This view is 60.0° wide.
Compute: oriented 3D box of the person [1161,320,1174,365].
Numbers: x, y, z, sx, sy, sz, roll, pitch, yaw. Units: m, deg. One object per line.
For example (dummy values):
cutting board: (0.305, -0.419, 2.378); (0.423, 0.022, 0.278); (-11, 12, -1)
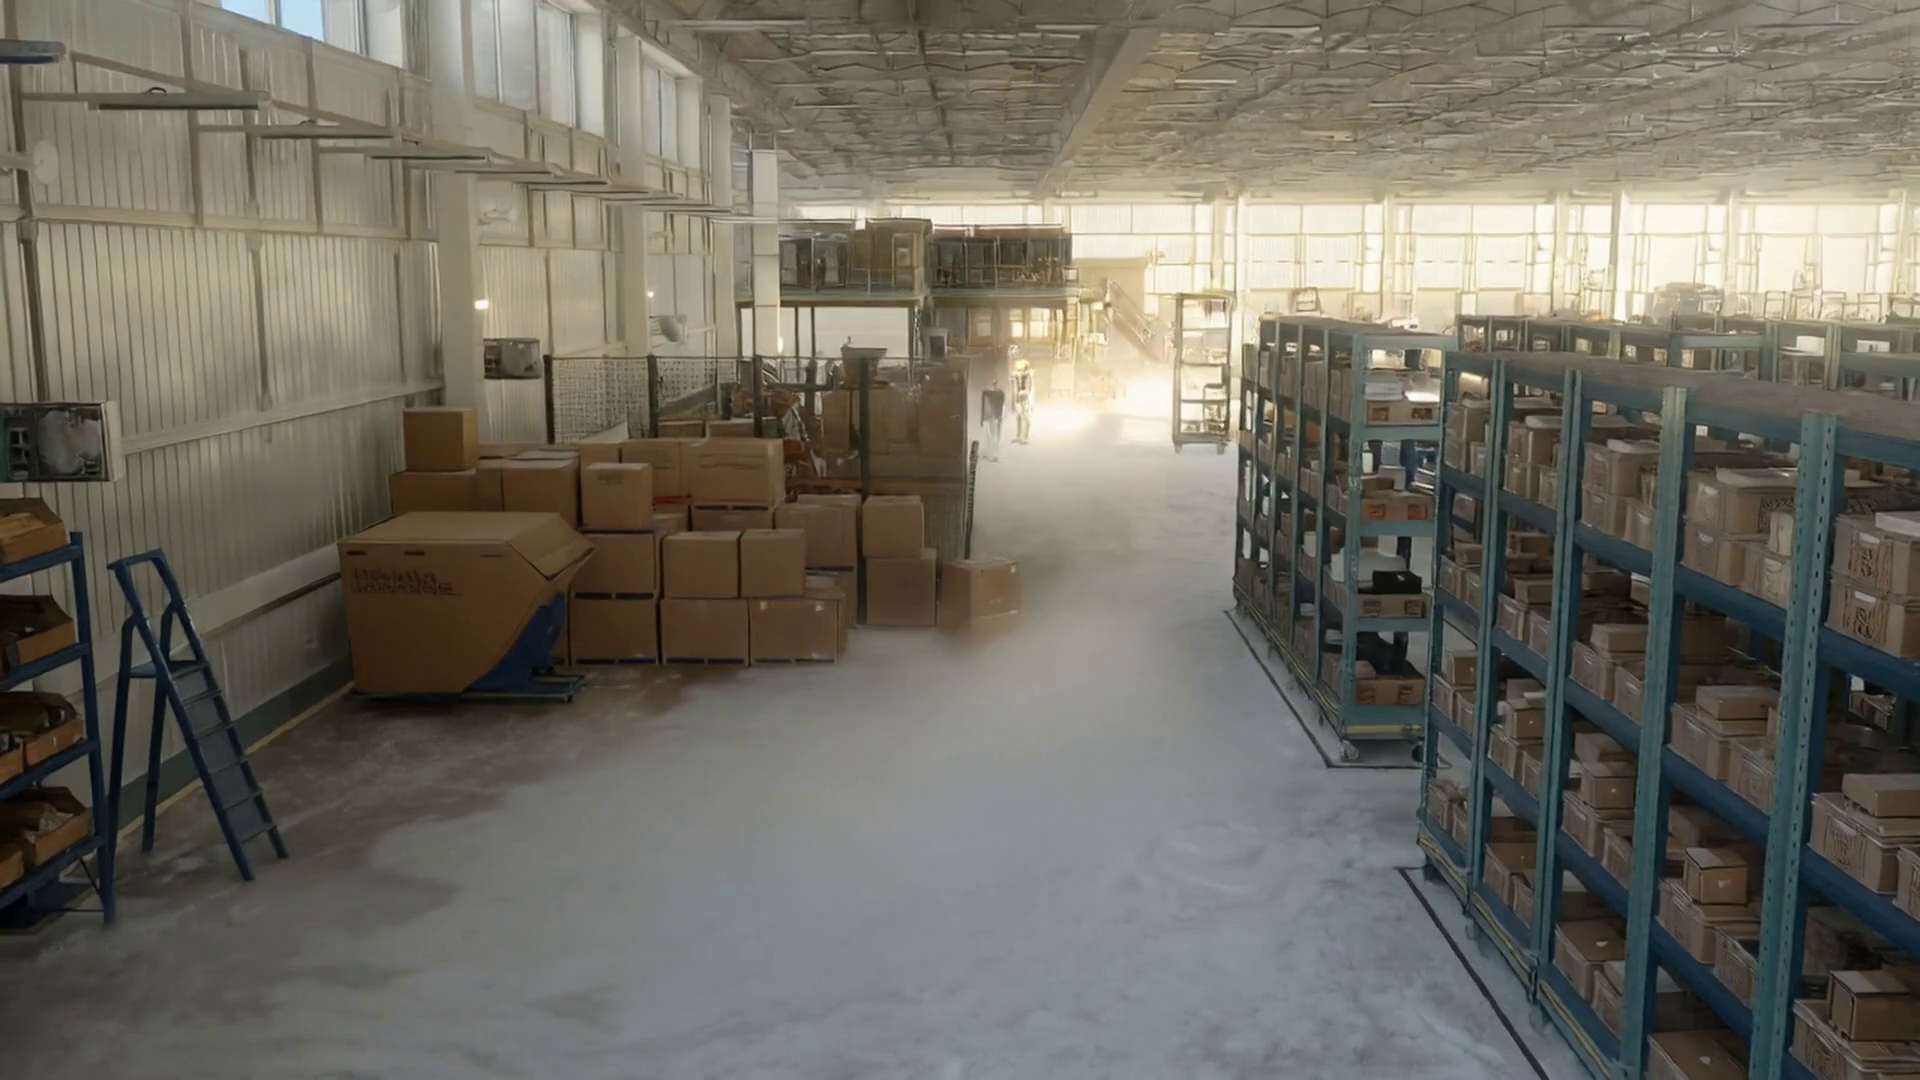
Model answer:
person: (9.022, -8.545, 72.091); (0.613, 1.962, 0.362); (-3, 10, -21)

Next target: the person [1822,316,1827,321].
person: (42.554, -10.172, 82.384); (0.797, 1.892, 0.619); (-2, 9, -11)

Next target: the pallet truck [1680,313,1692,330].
pallet truck: (36.315, -10.531, 84.244); (0.823, 1.965, 1.885); (-6, 11, -33)

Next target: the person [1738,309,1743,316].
person: (44.252, -12.133, 94.317); (0.552, 1.932, 0.377); (-2, 10, -15)

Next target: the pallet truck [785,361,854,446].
pallet truck: (-3.410, -3.193, 38.978); (1.885, 1.965, 0.823); (0, 9, -1)

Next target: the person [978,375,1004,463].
person: (0.666, -2.582, 35.533); (0.665, 1.891, 0.472); (-6, 11, -32)

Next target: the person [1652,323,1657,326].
person: (29.261, -8.218, 70.234); (0.587, 1.915, 0.394); (6, 11, 32)

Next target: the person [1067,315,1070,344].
person: (5.787, -11.489, 90.551); (0.557, 1.865, 0.606); (1, 9, 4)

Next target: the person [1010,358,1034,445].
person: (1.436, -3.267, 39.293); (0.614, 2.042, 0.373); (7, 12, 37)

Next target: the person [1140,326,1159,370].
person: (7.872, -7.968, 68.983); (0.828, 1.822, 0.515); (-6, 11, -32)

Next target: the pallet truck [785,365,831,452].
pallet truck: (-3.774, -2.976, 37.635); (1.885, 1.965, 0.823); (1, 9, 5)

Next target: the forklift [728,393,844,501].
forklift: (-2.979, -1.316, 26.476); (2.680, 1.987, 1.157); (0, 9, 1)

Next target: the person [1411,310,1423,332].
person: (24.783, -11.471, 90.188); (0.605, 1.949, 0.402); (2, 9, 11)

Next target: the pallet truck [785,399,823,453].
pallet truck: (-3.814, -2.432, 36.419); (1.630, 1.274, 0.653); (0, 9, 1)

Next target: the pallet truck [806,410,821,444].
pallet truck: (-3.559, -2.018, 33.905); (1.522, 1.261, 0.704); (0, 9, -1)

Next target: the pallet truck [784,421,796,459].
pallet truck: (-4.013, -1.793, 32.705); (1.601, 1.201, 0.680); (0, 9, 1)

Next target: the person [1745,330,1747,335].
person: (38.045, -9.952, 81.166); (0.430, 1.839, 0.619); (-7, 11, -36)

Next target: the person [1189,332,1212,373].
person: (9.673, -7.581, 66.920); (0.931, 1.714, 0.545); (3, 10, 20)

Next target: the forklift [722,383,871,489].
forklift: (-2.893, -1.687, 28.729); (2.680, 1.987, 1.157); (0, 9, -1)

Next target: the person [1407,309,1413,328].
person: (25.591, -12.172, 94.623); (0.398, 1.919, 0.586); (5, 11, 29)

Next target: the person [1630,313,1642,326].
person: (34.657, -10.670, 85.276); (0.364, 1.939, 0.636); (-8, 12, -42)

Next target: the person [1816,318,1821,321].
person: (40.402, -9.492, 78.237); (0.596, 1.864, 0.495); (-3, 10, -20)

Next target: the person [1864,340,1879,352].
person: (32.865, -6.539, 59.995); (1.013, 1.885, 0.562); (-1, 9, -9)
